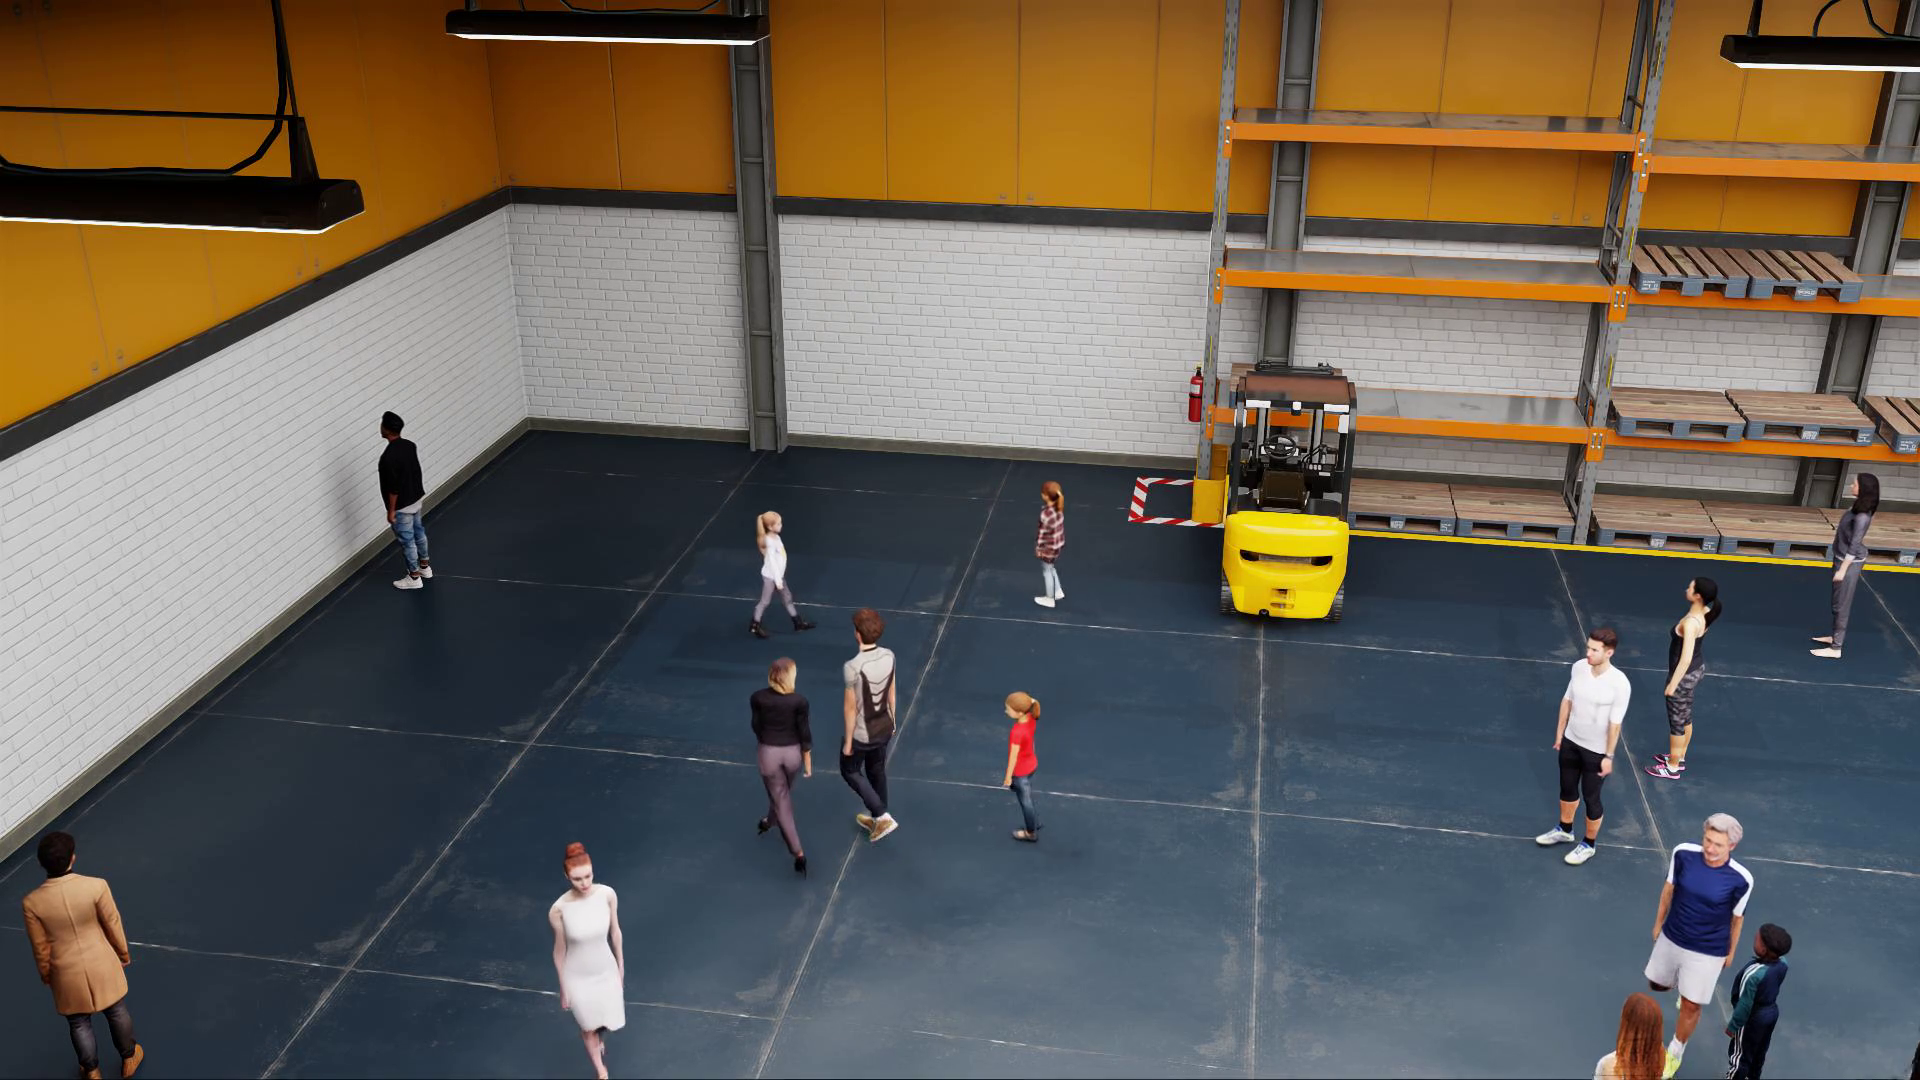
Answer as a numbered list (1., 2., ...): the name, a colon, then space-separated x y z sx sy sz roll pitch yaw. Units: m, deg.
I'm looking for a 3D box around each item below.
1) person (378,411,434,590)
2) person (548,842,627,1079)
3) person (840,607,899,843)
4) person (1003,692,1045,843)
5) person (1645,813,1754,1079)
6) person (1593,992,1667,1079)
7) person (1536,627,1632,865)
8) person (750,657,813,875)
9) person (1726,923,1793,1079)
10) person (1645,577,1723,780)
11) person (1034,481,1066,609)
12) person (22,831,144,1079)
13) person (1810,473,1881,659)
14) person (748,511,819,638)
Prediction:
1. person: -5.494 -0.410 16.454 0.577 1.815 0.681 5 24 10
2. person: -2.199 2.525 9.782 0.801 1.782 0.841 -12 26 -25
3. person: -0.613 1.418 12.192 0.886 1.878 0.954 -20 31 -39
4. person: 0.534 1.693 12.287 0.550 1.300 0.545 10 26 22
5. person: 4.464 2.383 10.055 1.027 1.822 1.028 22 32 40
6. person: 3.461 3.126 8.535 1.124 1.678 1.041 -9 25 -19
7. person: 4.578 1.467 12.115 0.781 1.850 0.738 -13 27 -28
8. person: -1.245 1.662 11.961 0.958 1.618 0.851 -3 24 -7
9. person: 4.693 2.794 9.820 0.564 1.257 0.630 -14 27 -29
10. person: 5.744 1.081 13.149 0.690 1.730 0.665 19 30 37
11. person: 0.925 0.055 16.031 0.638 1.302 0.619 16 28 32
12. person: -5.229 2.501 9.905 0.749 1.727 0.821 -13 27 -27
13. person: 8.062 0.220 15.075 0.637 1.765 0.659 14 27 29
14. person: -1.799 0.343 15.441 0.907 1.246 0.589 1 24 2
